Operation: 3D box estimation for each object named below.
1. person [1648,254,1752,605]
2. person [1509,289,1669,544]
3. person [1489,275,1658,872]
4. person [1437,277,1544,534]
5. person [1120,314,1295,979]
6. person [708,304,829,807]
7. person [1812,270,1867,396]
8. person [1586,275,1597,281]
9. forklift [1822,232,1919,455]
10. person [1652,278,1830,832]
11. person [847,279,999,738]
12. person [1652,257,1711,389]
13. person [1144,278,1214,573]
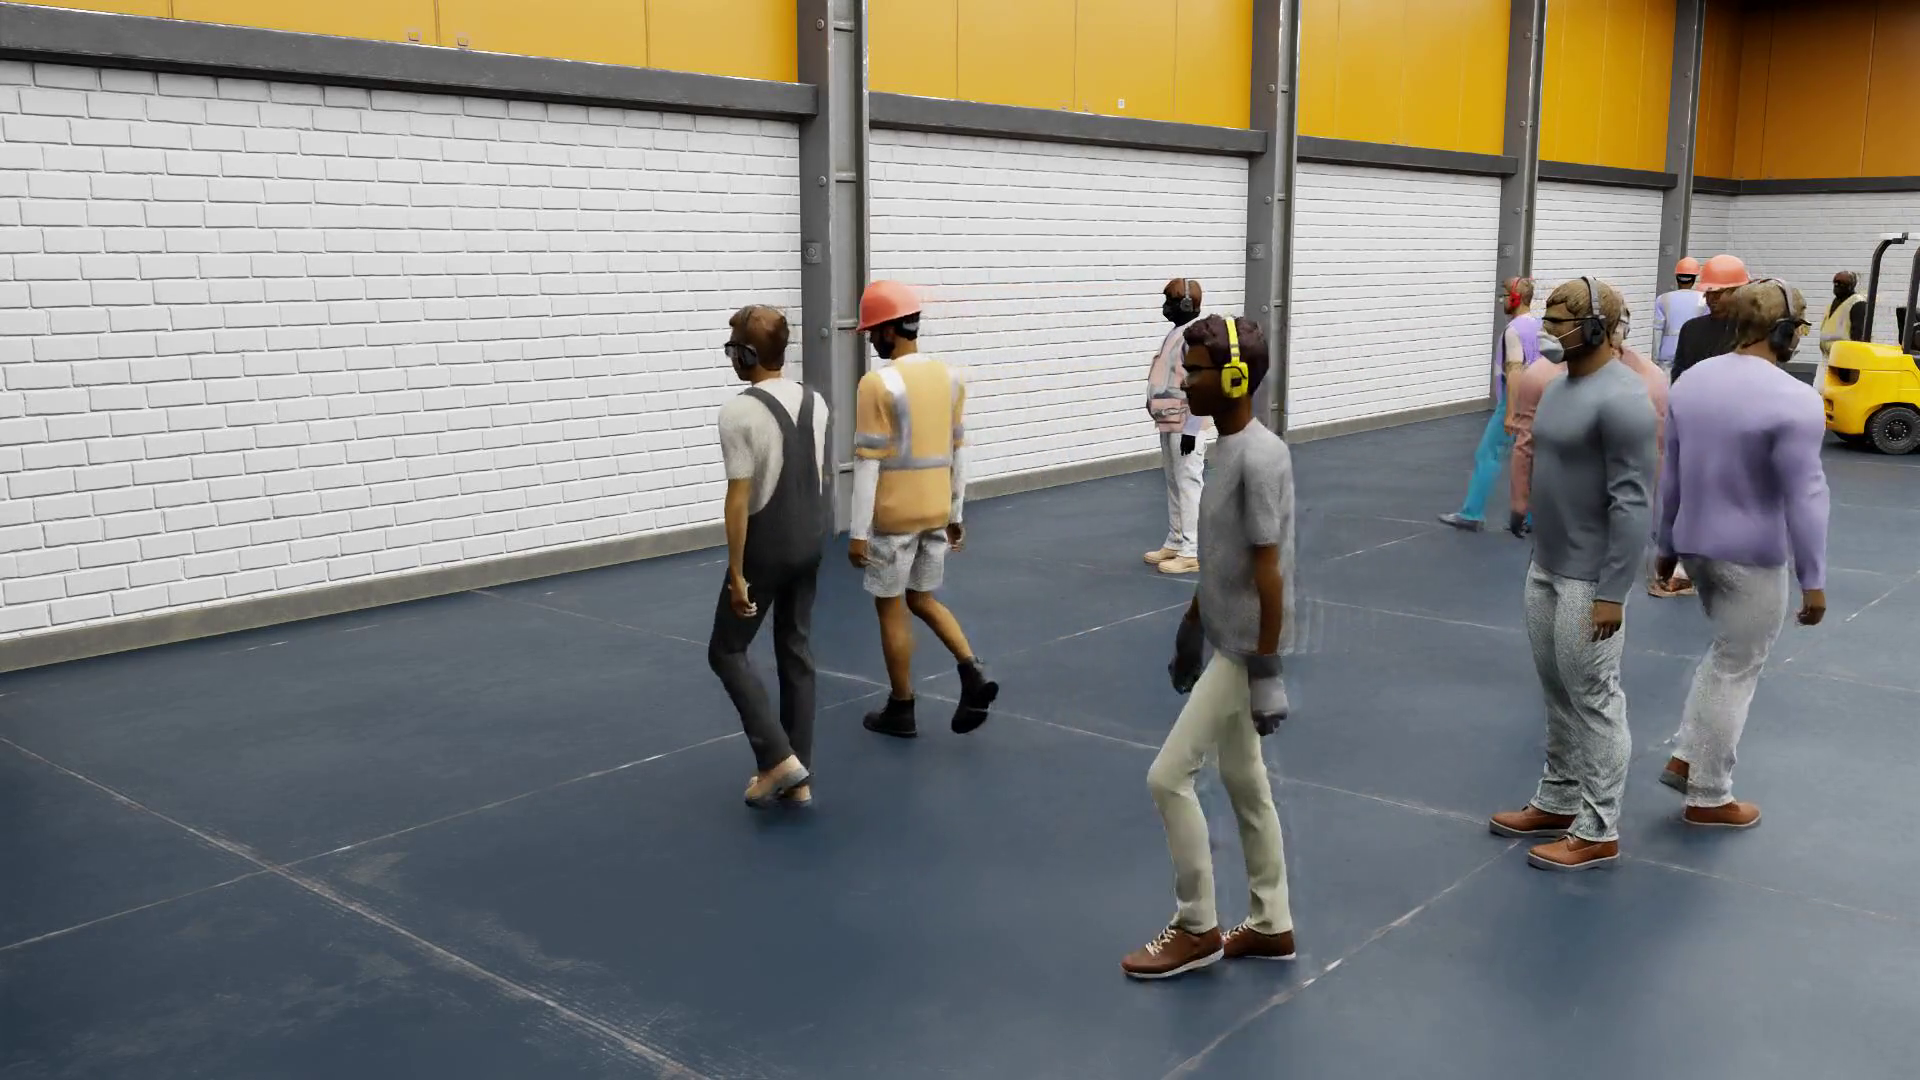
[{"bbox_3d":[4.290,-0.621,9.482,0.384,1.991,0.609,-6,12,-32],"label":"person"},{"bbox_3d":[2.823,-0.197,7.468,0.666,1.860,1.007,1,10,7],"label":"person"},{"bbox_3d":[2.026,0.113,5.452,0.353,1.937,0.635,-1,10,-3],"label":"person"},{"bbox_3d":[3.826,-0.949,11.843,0.795,1.817,0.608,7,12,37],"label":"person"},{"bbox_3d":[0.672,0.307,4.616,0.669,1.846,0.534,0,10,2],"label":"person"},{"bbox_3d":[-0.675,0.073,5.984,0.396,1.830,0.521,9,13,42],"label":"person"},{"bbox_3d":[9.513,-1.984,17.815,0.929,1.803,0.639,-1,10,-4],"label":"person"},{"bbox_3d":[7.725,-2.413,20.543,0.531,1.694,0.320,3,10,14],"label":"person"},{"bbox_3d":[9.955,-1.972,16.595,2.313,2.155,1.214,1,10,8],"label":"forklift"},{"bbox_3d":[2.710,0.068,5.741,0.454,1.921,0.660,-3,10,-15],"label":"person"},{"bbox_3d":[-0.164,-0.102,6.782,0.613,1.905,0.581,9,13,41],"label":"person"},{"bbox_3d":[7.136,-1.824,16.480,0.547,1.938,0.379,4,11,24],"label":"person"},{"bbox_3d":[1.385,-0.719,10.468,0.429,1.844,0.626,-1,10,-7],"label":"person"}]
